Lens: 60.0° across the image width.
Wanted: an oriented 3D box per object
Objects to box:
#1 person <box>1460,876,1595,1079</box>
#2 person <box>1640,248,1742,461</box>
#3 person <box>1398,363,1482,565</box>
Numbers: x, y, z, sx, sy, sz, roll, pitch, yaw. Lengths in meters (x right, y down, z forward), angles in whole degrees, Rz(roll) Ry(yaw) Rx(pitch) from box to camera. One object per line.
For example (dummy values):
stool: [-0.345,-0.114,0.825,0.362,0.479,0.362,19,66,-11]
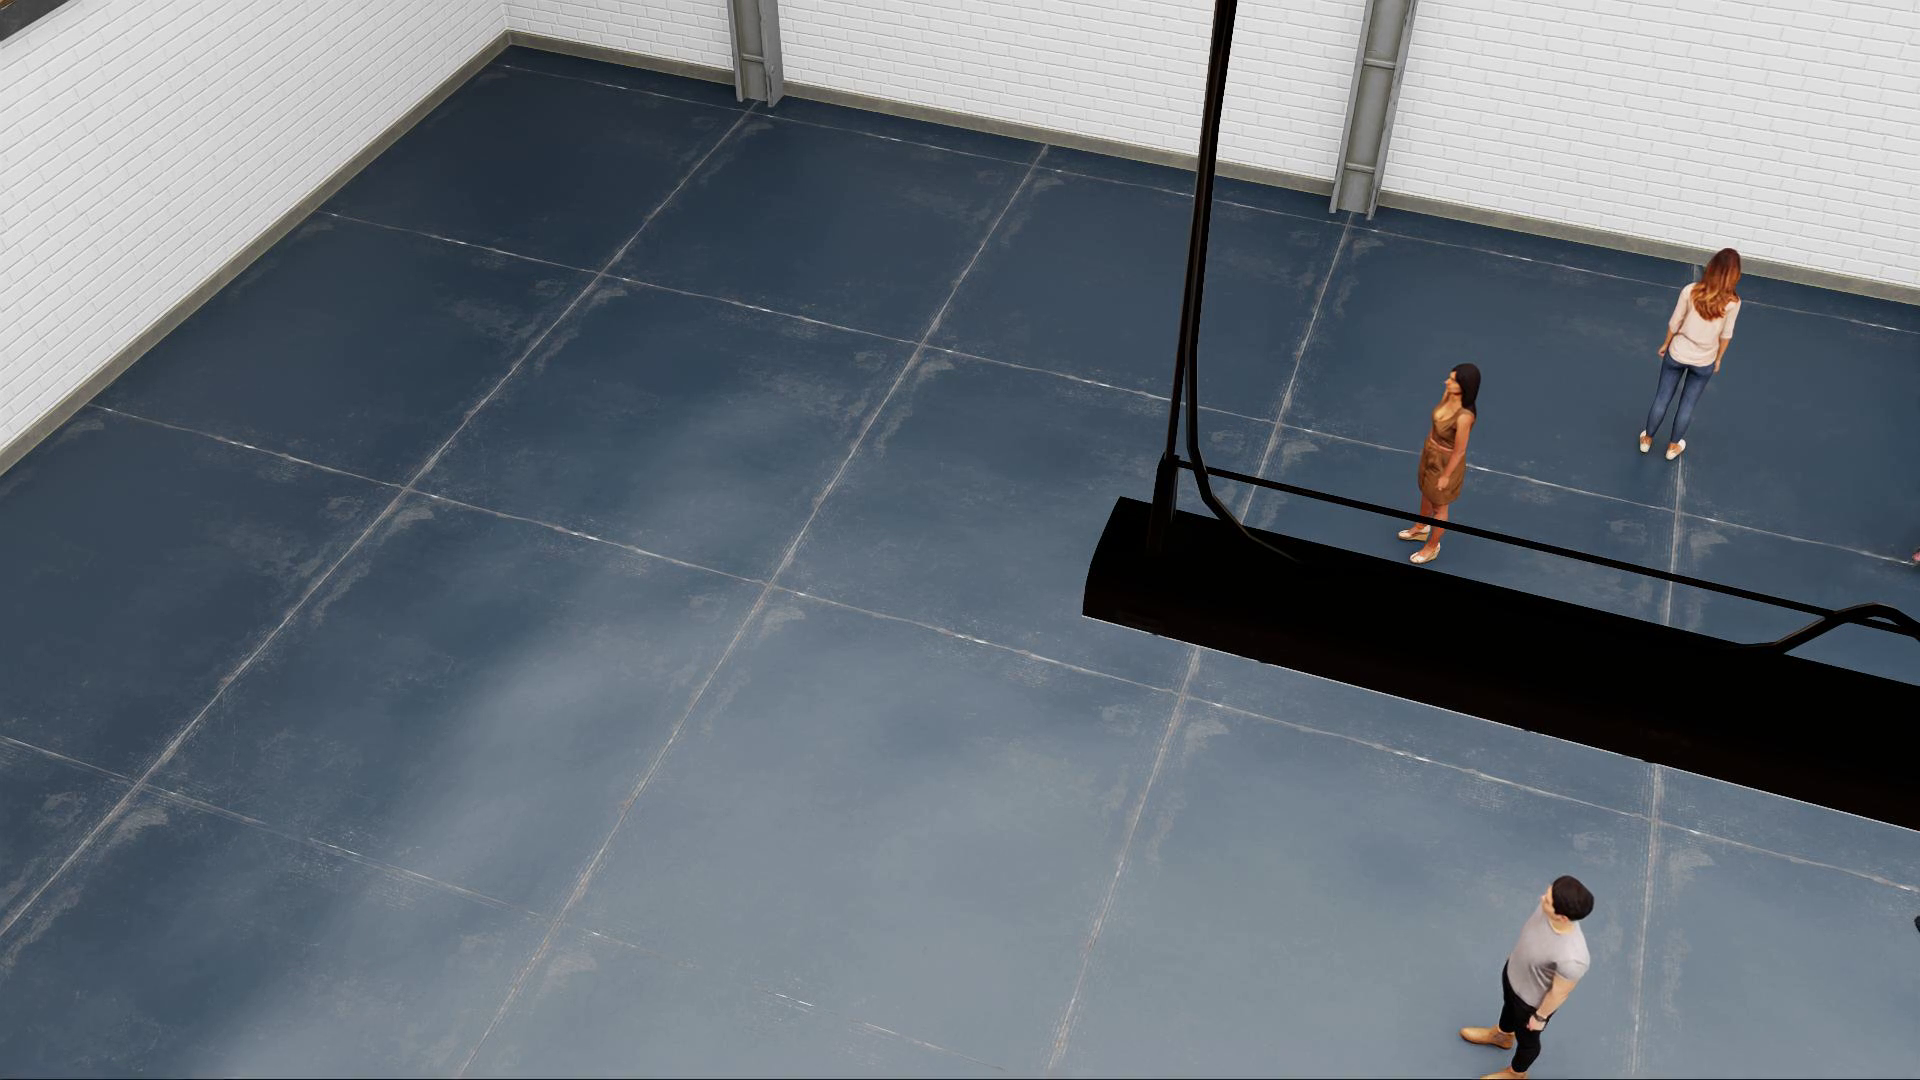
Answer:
person: [2.948,2.252,8.494,0.640,1.716,0.667,0,44,0]
person: [5.375,-1.352,12.225,0.516,1.788,0.685,22,48,21]
person: [3.322,-0.536,11.440,0.642,1.690,0.639,-4,44,-4]
